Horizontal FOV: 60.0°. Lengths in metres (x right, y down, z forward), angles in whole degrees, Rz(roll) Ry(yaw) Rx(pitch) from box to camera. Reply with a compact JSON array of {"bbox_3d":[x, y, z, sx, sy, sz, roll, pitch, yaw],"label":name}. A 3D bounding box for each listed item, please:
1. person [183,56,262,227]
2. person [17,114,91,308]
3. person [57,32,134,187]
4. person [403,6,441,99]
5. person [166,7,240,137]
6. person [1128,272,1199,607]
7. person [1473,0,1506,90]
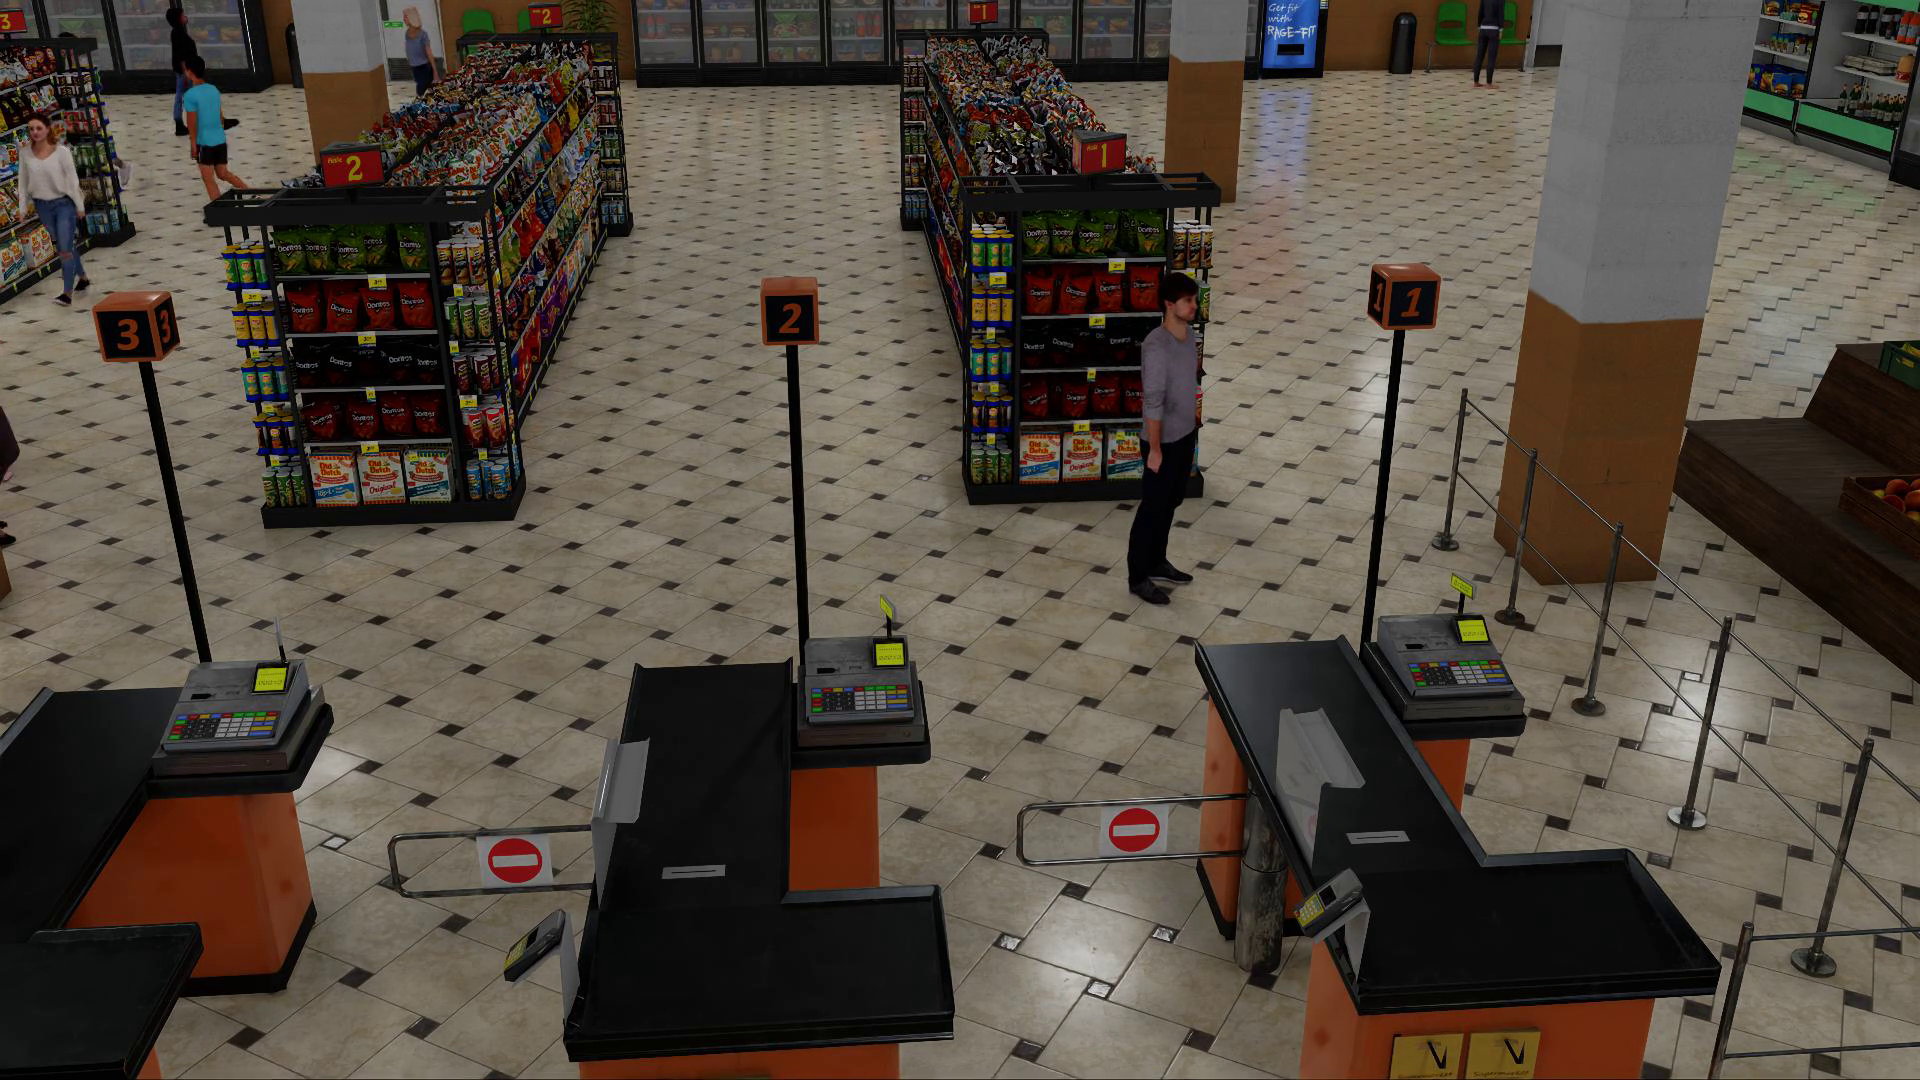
[{"bbox_3d":[-7.779,-4.149,17.434,0.913,1.759,0.962,9,25,19],"label":"person"},{"bbox_3d":[-8.006,-2.918,14.776,0.631,1.635,1.097,-2,24,-4],"label":"person"},{"bbox_3d":[-9.897,-4.830,18.929,0.865,1.808,0.928,11,26,24],"label":"person"},{"bbox_3d":[-7.167,-6.316,22.479,1.085,1.684,1.143,18,29,35],"label":"person"},{"bbox_3d":[-10.498,-6.252,22.356,1.010,1.665,1.062,-18,29,-35],"label":"person"},{"bbox_3d":[1.138,-0.573,9.159,0.782,1.842,0.671,13,27,28],"label":"person"},{"bbox_3d":[8.432,-8.109,26.475,0.746,1.767,0.637,-17,29,-34],"label":"person"}]
